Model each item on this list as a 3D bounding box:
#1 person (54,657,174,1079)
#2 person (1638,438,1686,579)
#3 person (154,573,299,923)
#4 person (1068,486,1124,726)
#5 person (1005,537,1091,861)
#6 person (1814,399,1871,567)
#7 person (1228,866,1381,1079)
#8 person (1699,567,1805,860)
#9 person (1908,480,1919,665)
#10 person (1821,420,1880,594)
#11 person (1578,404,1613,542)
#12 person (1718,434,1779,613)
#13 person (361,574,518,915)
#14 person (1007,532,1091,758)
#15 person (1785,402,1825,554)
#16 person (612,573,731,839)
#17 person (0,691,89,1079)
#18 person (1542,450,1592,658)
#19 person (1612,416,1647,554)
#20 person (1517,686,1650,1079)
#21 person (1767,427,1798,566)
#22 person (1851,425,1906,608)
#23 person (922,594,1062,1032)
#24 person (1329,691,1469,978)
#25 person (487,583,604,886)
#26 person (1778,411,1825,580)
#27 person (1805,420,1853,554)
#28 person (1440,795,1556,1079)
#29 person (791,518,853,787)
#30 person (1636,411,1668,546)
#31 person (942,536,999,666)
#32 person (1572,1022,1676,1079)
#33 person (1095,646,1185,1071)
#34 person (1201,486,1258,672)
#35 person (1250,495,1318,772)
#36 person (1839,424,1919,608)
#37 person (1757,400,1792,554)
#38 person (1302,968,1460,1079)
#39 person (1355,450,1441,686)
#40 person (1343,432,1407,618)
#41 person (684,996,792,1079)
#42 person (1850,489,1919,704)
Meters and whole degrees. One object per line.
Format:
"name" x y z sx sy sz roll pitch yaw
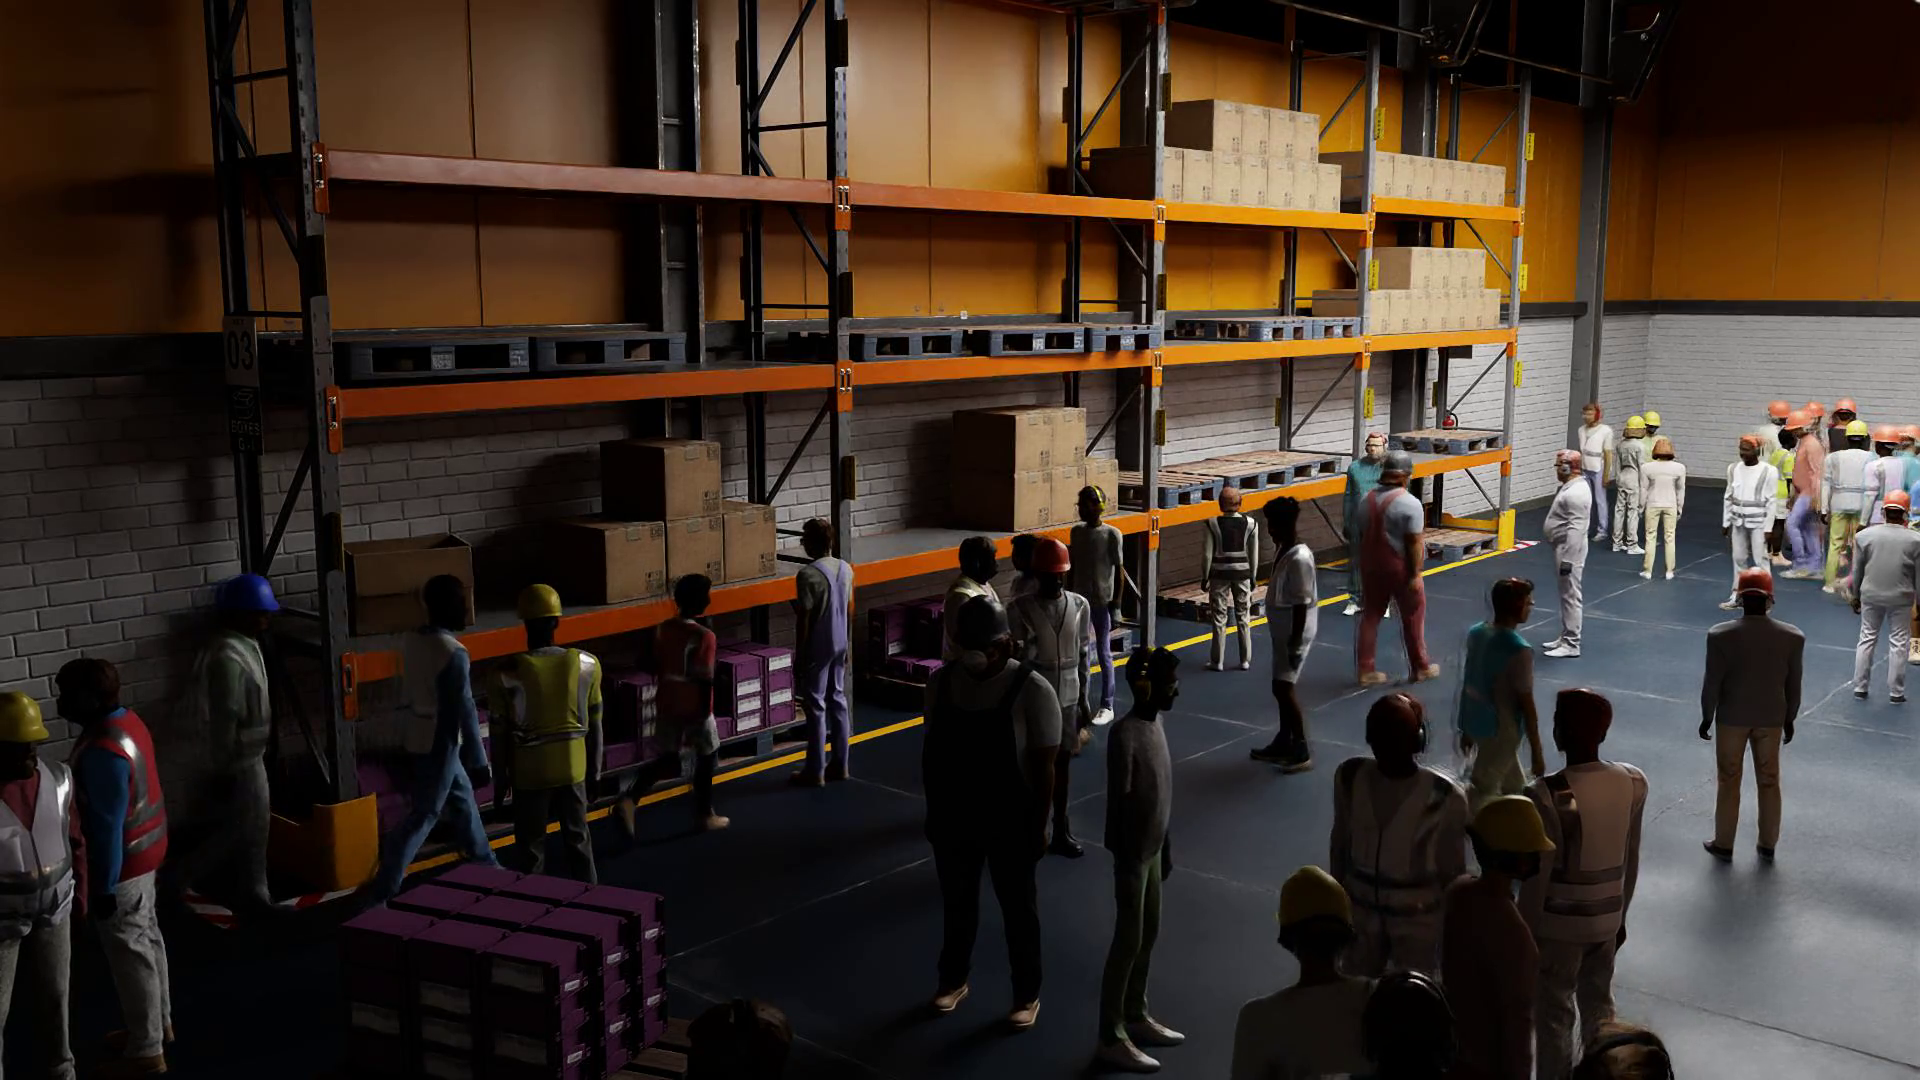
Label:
"person" -3.664 1.406 7.197 0.432 1.835 0.630 -3 9 -19
"person" 8.081 -0.355 19.180 0.497 1.632 0.289 2 9 12
"person" -3.863 1.123 8.723 0.670 1.922 0.624 -2 9 -14
"person" 1.025 0.503 12.896 0.536 1.865 0.312 7 12 40
"person" 0.531 0.938 9.857 0.551 1.937 0.357 -3 9 -21
"person" 10.594 -0.684 20.048 0.611 2.030 0.410 5 10 28
"person" 1.021 1.809 4.853 0.558 1.740 0.570 -3 9 -17
"person" 4.680 1.027 9.884 0.566 1.748 0.338 1 9 6
"person" 8.785 0.111 14.840 0.608 2.048 0.365 2 9 13
"person" 9.755 -0.348 18.222 0.586 1.920 0.397 4 10 26
"person" 8.372 -0.888 22.003 0.478 1.829 0.564 -4 9 -22
"person" 8.154 -0.163 17.200 0.369 1.873 0.592 -5 10 -29
"person" -2.830 1.113 8.988 1.028 1.867 0.613 -7 12 -40
"person" 0.550 0.767 11.842 0.826 1.663 0.537 -4 10 -26
"person" 10.733 -0.785 21.012 0.385 1.929 0.543 -3 9 -20
"person" -1.736 1.032 10.116 0.549 1.666 0.756 7 11 38
"person" -3.763 1.494 6.651 0.404 1.826 0.595 5 10 32
"person" 5.544 0.123 15.229 0.399 1.905 0.643 3 9 20
"person" 8.501 -0.699 21.041 0.295 1.744 0.484 -4 10 -22
"person" 2.378 1.491 6.467 0.575 1.884 0.355 -4 10 -24
"person" 9.946 -0.533 20.132 0.320 1.693 0.534 1 9 5
"person" 9.636 -0.233 17.406 0.542 1.939 0.364 -2 9 -15
"person" 0.102 1.232 7.632 0.683 2.000 0.536 4 10 26
"person" 1.746 1.483 6.547 0.592 1.870 0.551 8 12 41
"person" -2.097 1.172 8.438 0.582 1.916 0.402 -6 10 -32
"person" 9.696 -0.509 19.148 0.628 1.947 0.631 3 9 20
"person" 11.135 -0.753 21.250 0.567 1.793 0.965 -2 9 -11
"person" 1.760 1.698 5.507 0.329 1.767 0.528 -1 9 -5
"person" -0.936 0.761 11.335 0.353 1.837 0.511 7 11 38
"person" 8.929 -0.794 21.607 0.525 1.760 0.341 1 9 4
"person" 0.108 0.887 10.497 0.430 1.845 0.619 2 9 11
"person" 1.410 1.935 3.798 0.587 1.818 0.419 1 9 7
"person" 0.798 1.377 7.287 0.312 1.860 0.509 4 10 27
"person" 2.368 0.348 14.632 0.515 1.636 0.315 -1 9 -7
"person" 2.297 0.645 11.726 0.428 1.948 0.625 1 9 4
"person" 9.837 -0.248 17.501 0.931 1.944 0.635 3 9 17
"person" 10.257 -0.782 20.876 0.509 1.967 0.661 1 9 4
"person" 1.076 1.906 4.013 0.647 1.813 0.745 5 10 31
"person" 3.753 0.216 14.184 0.910 2.000 0.704 -6 11 -35
"person" 4.222 -0.155 17.005 0.640 1.910 0.407 4 10 24
"person" -0.451 1.926 3.834 0.345 1.839 0.501 -3 9 -16
"person" 7.579 0.458 13.573 0.566 1.744 0.349 8 12 41
